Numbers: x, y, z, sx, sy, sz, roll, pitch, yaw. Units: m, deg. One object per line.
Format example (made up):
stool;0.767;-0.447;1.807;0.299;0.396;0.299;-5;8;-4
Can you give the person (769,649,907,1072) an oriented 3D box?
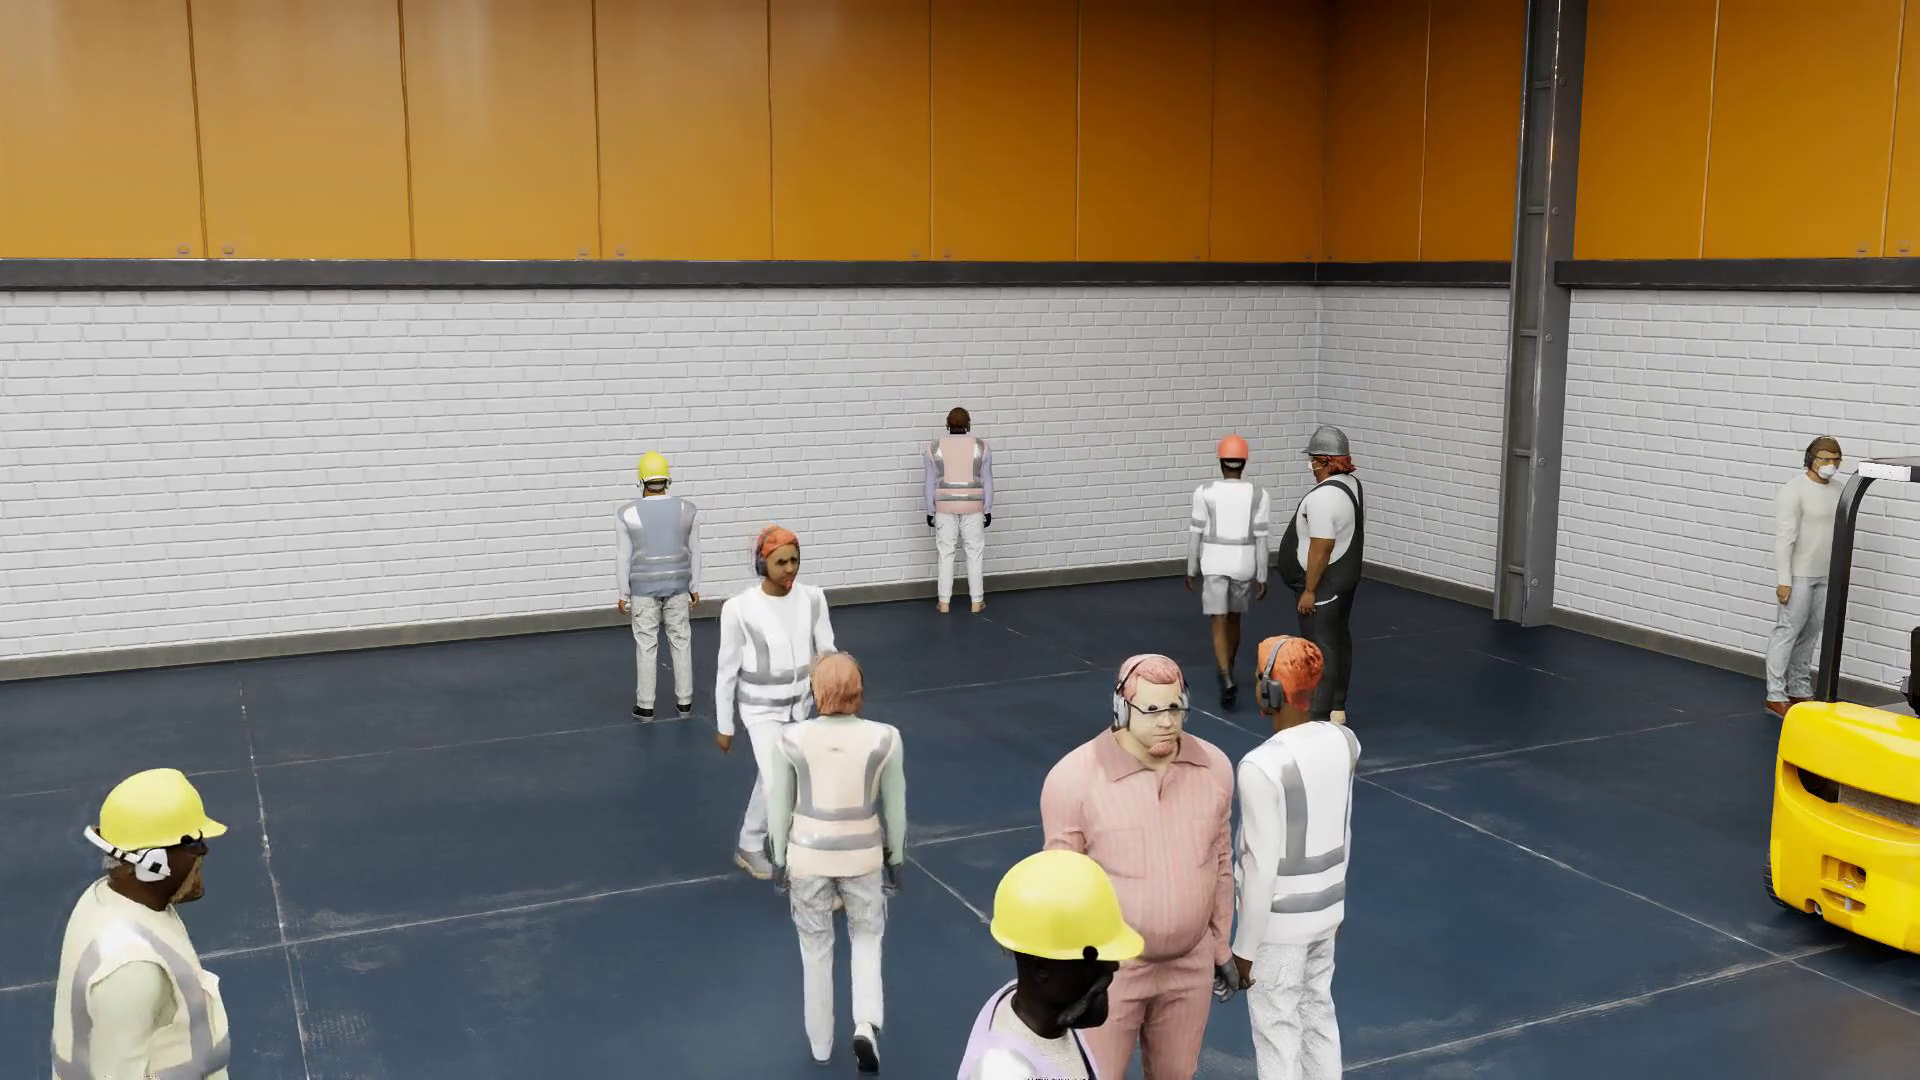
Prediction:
person;-0.458;1.230;6.244;0.520;1.626;0.475;-1;9;-5

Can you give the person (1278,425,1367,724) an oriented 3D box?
person;2.369;0.255;10.985;0.538;2.000;0.684;6;11;31

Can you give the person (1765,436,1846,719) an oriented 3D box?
person;5.781;0.253;11.328;0.629;1.936;0.372;-5;10;-27

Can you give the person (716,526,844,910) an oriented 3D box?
person;-0.851;0.842;8.037;0.588;1.825;1.013;-9;12;-43

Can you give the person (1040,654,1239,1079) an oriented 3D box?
person;0.565;1.278;5.065;0.653;1.903;0.405;-3;10;-20

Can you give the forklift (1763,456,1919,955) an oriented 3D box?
forklift;4.857;0.731;7.561;2.313;2.155;1.214;-4;10;-25

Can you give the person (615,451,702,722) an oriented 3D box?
person;-2.043;0.312;11.264;0.589;1.837;0.404;-4;10;-24

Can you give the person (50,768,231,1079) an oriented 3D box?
person;-2.149;1.473;4.158;0.723;1.811;0.604;-6;11;-33

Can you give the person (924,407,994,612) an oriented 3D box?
person;-0.010;-0.266;14.842;0.624;1.844;0.429;0;9;0

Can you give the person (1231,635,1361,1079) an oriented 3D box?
person;1.065;1.234;5.393;0.337;1.882;0.585;9;13;43

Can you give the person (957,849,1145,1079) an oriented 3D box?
person;0.161;1.545;3.337;0.388;1.926;0.590;1;9;7

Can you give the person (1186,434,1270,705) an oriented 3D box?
person;1.909;0.204;11.807;0.567;1.899;0.946;0;9;2
